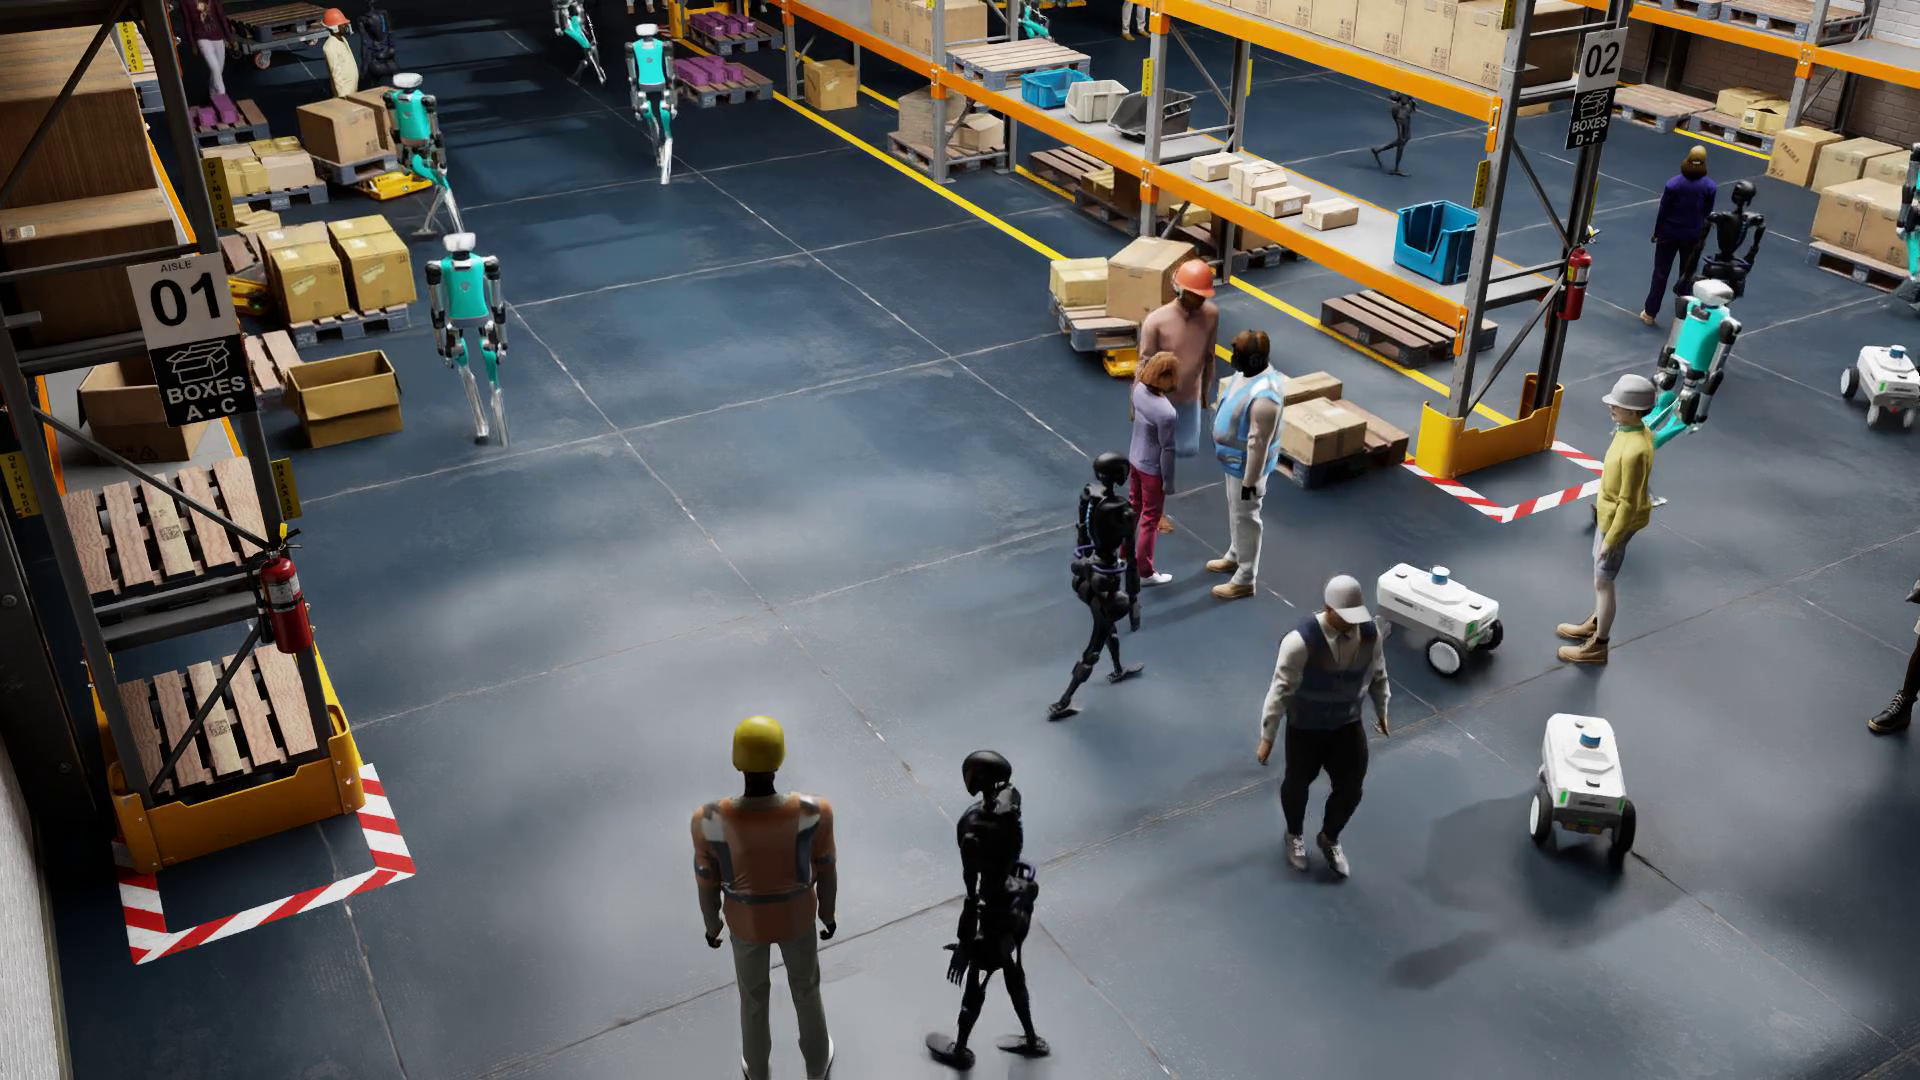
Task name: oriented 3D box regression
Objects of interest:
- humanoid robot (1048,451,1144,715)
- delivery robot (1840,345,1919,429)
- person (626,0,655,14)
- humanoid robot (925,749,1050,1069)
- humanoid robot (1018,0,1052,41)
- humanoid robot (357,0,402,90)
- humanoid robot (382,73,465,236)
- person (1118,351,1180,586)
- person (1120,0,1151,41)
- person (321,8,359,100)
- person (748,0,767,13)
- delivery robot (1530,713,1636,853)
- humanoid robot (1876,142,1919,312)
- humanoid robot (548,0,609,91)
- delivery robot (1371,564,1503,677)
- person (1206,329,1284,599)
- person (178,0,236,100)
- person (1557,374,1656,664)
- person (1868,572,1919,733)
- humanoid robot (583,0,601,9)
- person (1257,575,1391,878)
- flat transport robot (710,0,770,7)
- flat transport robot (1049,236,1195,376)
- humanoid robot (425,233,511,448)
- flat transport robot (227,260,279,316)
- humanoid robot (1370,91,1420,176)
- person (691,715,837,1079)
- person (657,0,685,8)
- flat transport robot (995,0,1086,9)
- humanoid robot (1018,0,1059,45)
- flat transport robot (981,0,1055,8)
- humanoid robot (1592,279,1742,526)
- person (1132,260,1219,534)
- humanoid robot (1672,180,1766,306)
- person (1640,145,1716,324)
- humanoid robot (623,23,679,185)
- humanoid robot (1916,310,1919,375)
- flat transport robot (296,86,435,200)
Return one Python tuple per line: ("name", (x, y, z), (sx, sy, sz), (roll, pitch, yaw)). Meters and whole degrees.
("humanoid robot", (0.823, 0.232, 9.635), (0.770, 1.629, 0.599), (-16, 34, -26))
("delivery robot", (7.442, -1.272, 13.343), (0.499, 0.601, 0.798), (6, 30, 11))
("person", (-4.995, -9.082, 25.647), (0.623, 1.840, 0.429), (-8, 31, -13))
("humanoid robot", (0.133, 1.615, 7.203), (0.532, 1.645, 0.590), (12, 32, 20))
("humanoid robot", (0.943, -7.045, 22.198), (0.942, 1.752, 0.561), (11, 32, 19))
("humanoid robot", (-7.037, -5.880, 20.292), (0.795, 1.636, 0.600), (12, 32, 20))
("humanoid robot", (-5.260, -3.826, 16.578), (0.590, 1.764, 0.774), (5, 30, 9))
("person", (1.254, -0.477, 10.879), (0.281, 1.624, 0.493), (-12, 32, -19))
("person", (2.613, -8.226, 24.114), (0.560, 1.888, 0.398), (-18, 34, -28))
("person", (-6.938, -5.115, 18.818), (0.320, 1.755, 0.570), (-3, 30, -5))
("person", (-3.188, -9.111, 25.699), (0.548, 1.831, 0.490), (-15, 33, -25))
("delivery robot", (3.328, 1.292, 8.889), (0.505, 0.611, 0.782), (6, 30, 10))
("humanoid robot", (8.677, -2.770, 14.779), (0.539, 1.798, 0.822), (-3, 30, -5))
("humanoid robot", (-4.896, -6.755, 21.733), (0.967, 1.770, 0.536), (19, 35, 29))
("delivery robot", (2.947, 0.442, 10.345), (0.767, 0.587, 0.499), (26, 39, 38))
("person", (1.826, -0.504, 10.718), (0.429, 1.836, 0.627), (0, 30, -1))
("person", (-9.367, -6.270, 20.676), (0.959, 1.907, 0.494), (24, 38, 36))
("person", (3.919, -0.115, 9.986), (0.401, 1.887, 0.486), (9, 31, 16))
("person", (5.577, 0.304, 9.186), (0.368, 1.958, 0.601), (-20, 35, -30))
("humanoid robot", (-5.807, -9.164, 25.947), (0.589, 1.652, 0.327), (2, 30, 3))
("person", (1.818, 0.946, 8.286), (0.736, 1.745, 0.571), (-3, 30, -6))
("flat transport robot", (-3.262, -8.685, 26.528), (1.431, 0.231, 0.659), (-8, 31, -13))
("flat transport robot", (1.456, -1.806, 14.553), (0.659, 0.231, 1.431), (-5, 30, -9))
("humanoid robot", (-3.701, -1.522, 12.644), (0.541, 1.837, 0.746), (-8, 31, -14))
("flat transport robot", (-6.367, -2.485, 15.736), (0.659, 0.231, 1.431), (11, 32, 19))
("humanoid robot", (4.882, -4.893, 18.515), (0.487, 1.638, 0.611), (11, 32, 19))
("person", (-0.804, 1.564, 7.024), (0.587, 1.927, 0.382), (-4, 30, -6))
("person", (-4.576, -9.196, 25.944), (0.578, 1.748, 0.381), (-18, 34, -28))
("flat transport robot", (1.253, -8.621, 26.418), (1.431, 0.231, 0.659), (-2, 30, -4))
("humanoid robot", (1.026, -7.665, 23.385), (0.749, 1.638, 0.596), (9, 31, 16))
("flat transport robot", (0.845, -8.659, 26.483), (1.431, 0.231, 0.659), (8, 31, 13))
("humanoid robot", (4.776, -0.902, 11.549), (0.914, 1.804, 0.554), (-11, 32, -18))
("person", (1.449, -1.045, 11.526), (0.646, 1.967, 0.636), (-12, 32, -20))
("humanoid robot", (6.291, -2.182, 13.808), (0.613, 1.636, 0.471), (-2, 30, -3))
("person", (6.376, -2.694, 14.735), (0.456, 1.623, 0.346), (7, 31, 13))
("humanoid robot", (-3.388, -4.927, 18.525), (0.544, 1.770, 0.946), (-3, 30, -5))
("humanoid robot", (8.068, -1.983, 13.448), (0.589, 1.648, 0.339), (-3, 30, -5))
("flat transport robot", (-6.588, -4.081, 18.514), (1.431, 0.231, 0.659), (22, 37, 34))
